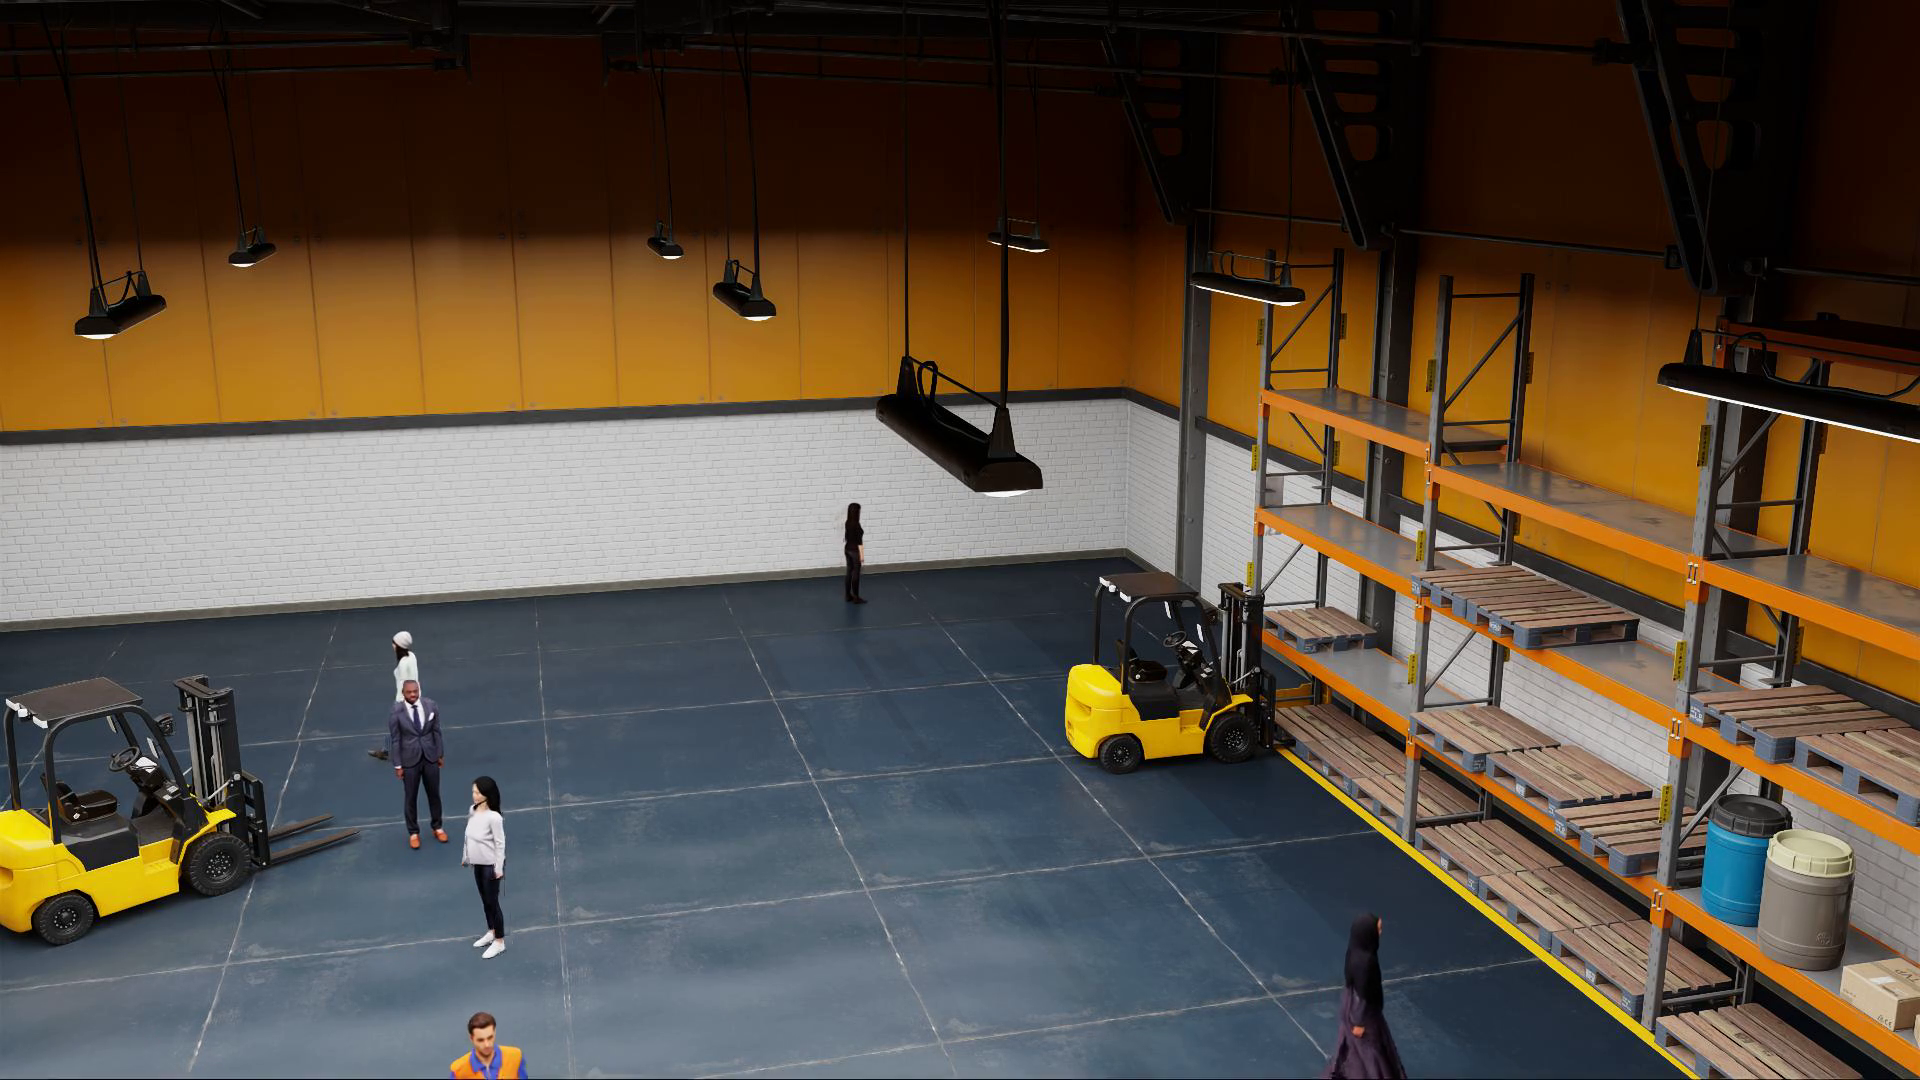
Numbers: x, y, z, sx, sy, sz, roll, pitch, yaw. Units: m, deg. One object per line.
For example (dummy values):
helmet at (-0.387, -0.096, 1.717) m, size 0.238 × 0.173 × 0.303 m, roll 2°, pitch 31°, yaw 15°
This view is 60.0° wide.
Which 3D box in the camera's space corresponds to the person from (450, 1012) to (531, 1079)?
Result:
person at (-3.109, 3.932, 11.006) m, size 0.939 × 1.819 × 1.235 m, roll -9°, pitch 16°, yaw -33°

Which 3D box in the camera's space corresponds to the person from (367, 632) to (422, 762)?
person at (-6.516, 1.897, 19.883) m, size 0.842 × 1.597 × 1.090 m, roll 0°, pitch 14°, yaw 1°

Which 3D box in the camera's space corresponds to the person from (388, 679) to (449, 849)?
person at (-5.737, 2.331, 17.614) m, size 0.761 × 1.820 × 0.721 m, roll -8°, pitch 16°, yaw -31°

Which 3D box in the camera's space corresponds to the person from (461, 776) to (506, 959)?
person at (-4.313, 2.956, 15.289) m, size 0.701 × 1.700 × 0.799 m, roll 12°, pitch 18°, yaw 41°

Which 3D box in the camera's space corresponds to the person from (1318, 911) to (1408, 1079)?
person at (3.028, 3.601, 12.797) m, size 0.915 × 1.619 × 1.001 m, roll 2°, pitch 14°, yaw 8°

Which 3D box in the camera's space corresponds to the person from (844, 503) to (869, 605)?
person at (-1.719, 0.203, 26.782) m, size 0.703 × 1.641 × 0.572 m, roll -11°, pitch 17°, yaw -37°
